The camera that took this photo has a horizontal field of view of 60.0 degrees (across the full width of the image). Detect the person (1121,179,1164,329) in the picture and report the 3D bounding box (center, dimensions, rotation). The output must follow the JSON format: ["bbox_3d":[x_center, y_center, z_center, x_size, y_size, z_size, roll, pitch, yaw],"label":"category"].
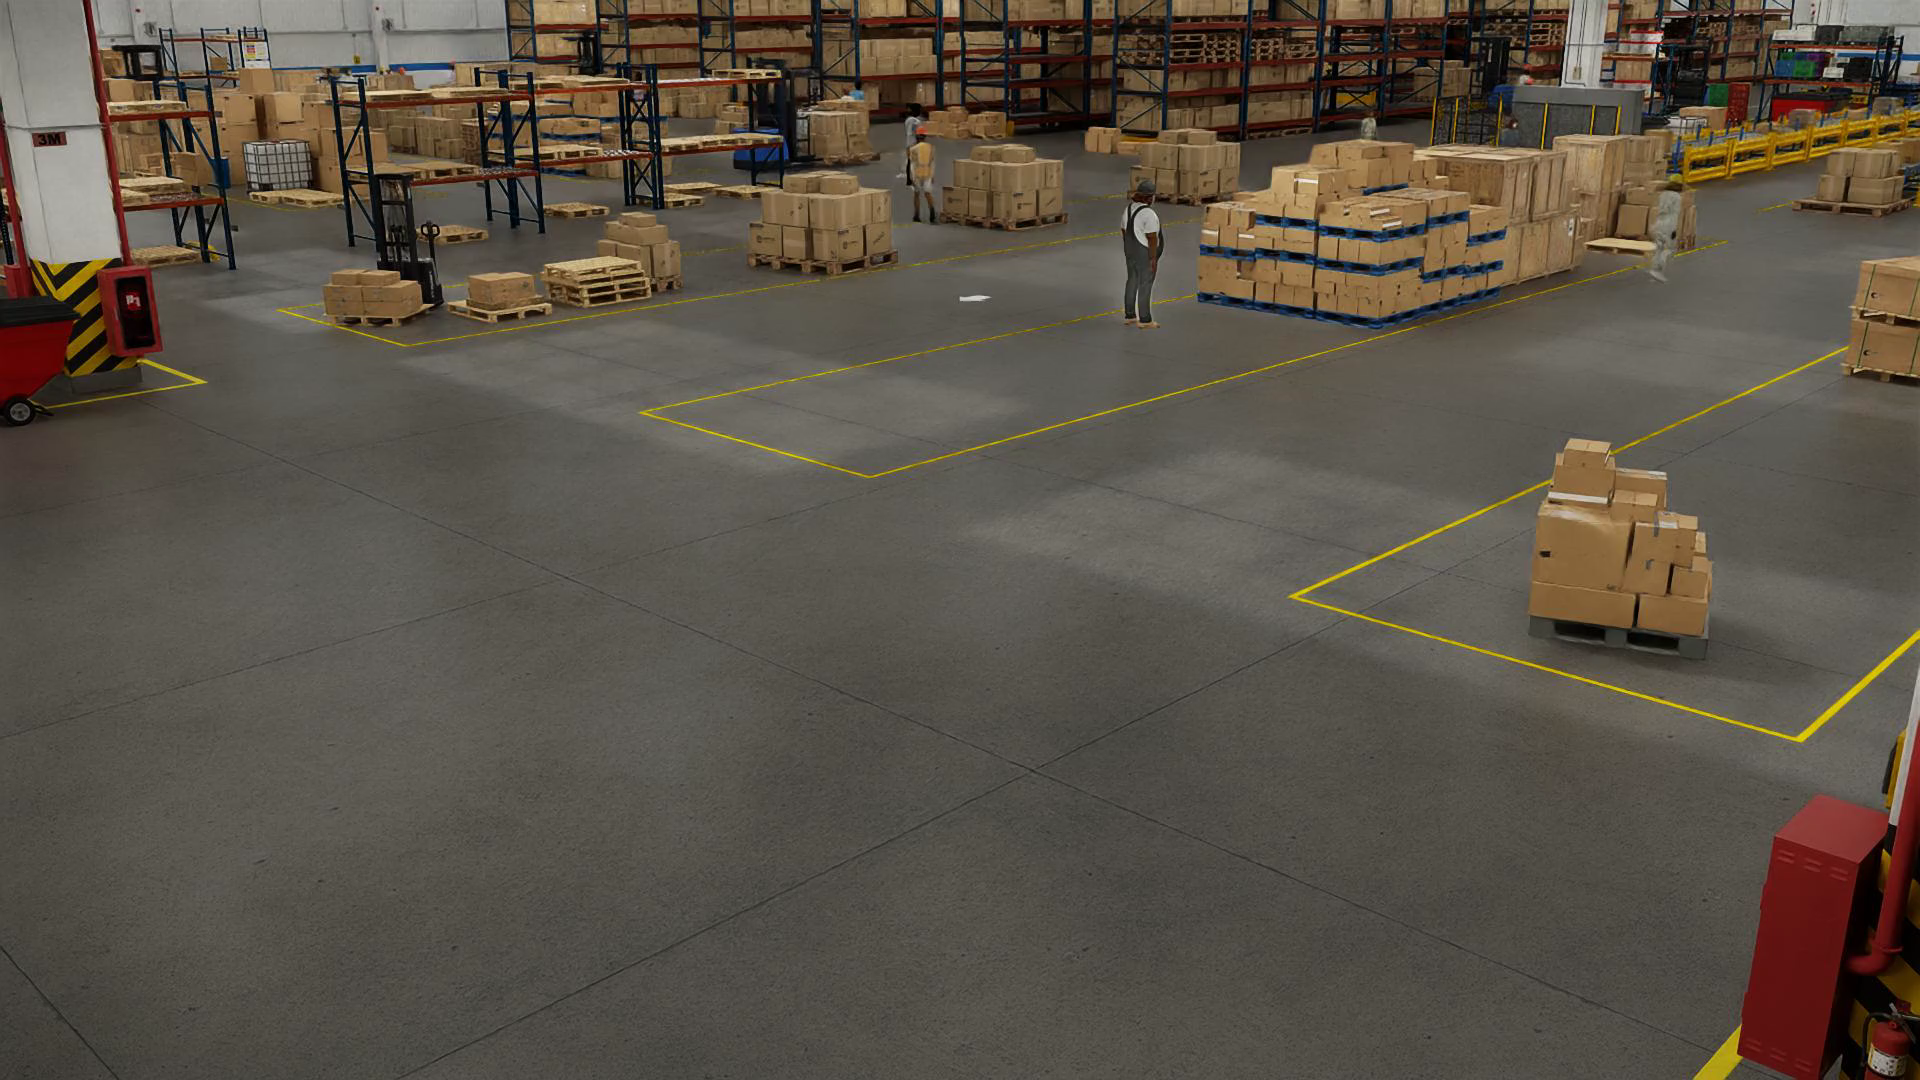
[{"bbox_3d":[2.559,-3.963,23.034,0.535,2.000,0.685,-10,21,-27],"label":"person"}]

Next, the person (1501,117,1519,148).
[{"bbox_3d":[13.176,-9.360,39.996,0.495,1.592,0.870,-5,19,-14],"label":"person"}]

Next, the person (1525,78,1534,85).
[{"bbox_3d":[17.367,-13.229,51.146,0.549,1.917,0.808,14,23,37],"label":"person"}]

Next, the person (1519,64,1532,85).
[{"bbox_3d":[19.722,-15.484,57.798,0.643,2.001,0.964,-16,24,-39],"label":"person"}]

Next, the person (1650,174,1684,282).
[{"bbox_3d":[11.297,-4.977,26.587,0.447,1.719,0.499,-7,20,-21],"label":"person"}]

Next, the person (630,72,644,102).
[{"bbox_3d":[-10.883,-14.793,55.978,0.855,1.860,0.611,17,25,42],"label":"person"}]

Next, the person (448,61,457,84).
[{"bbox_3d":[-19.344,-17.334,63.528,0.776,1.911,0.545,6,19,17],"label":"person"}]

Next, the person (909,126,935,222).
[{"bbox_3d":[-0.746,-7.317,33.335,0.557,1.914,0.670,-6,19,-18],"label":"person"}]

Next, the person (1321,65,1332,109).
[{"bbox_3d":[13.839,-16.951,62.594,0.524,1.769,0.316,13,22,34],"label":"person"}]

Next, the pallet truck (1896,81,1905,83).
[{"bbox_3d":[34.802,-16.331,61.455,0.653,1.274,1.630,17,25,41],"label":"pallet truck"}]

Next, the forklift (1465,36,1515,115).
[{"bbox_3d":[19.973,-17.201,61.605,1.873,2.768,1.129,16,24,40],"label":"forklift"}]

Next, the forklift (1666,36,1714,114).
[{"bbox_3d":[27.341,-17.291,61.877,1.129,2.768,1.873,17,25,41],"label":"forklift"}]

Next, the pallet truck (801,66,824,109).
[{"bbox_3d":[-4.812,-15.182,56.903,0.823,1.965,1.885,-9,21,-26],"label":"pallet truck"}]

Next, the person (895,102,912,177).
[{"bbox_3d":[-1.158,-9.956,41.413,0.875,1.844,0.524,0,18,0],"label":"person"}]

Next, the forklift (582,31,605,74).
[{"bbox_3d":[-15.195,-19.677,69.064,1.129,2.768,1.873,17,25,41],"label":"forklift"}]

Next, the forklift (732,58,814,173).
[{"bbox_3d":[-4.871,-10.950,42.772,1.129,2.768,1.873,17,25,41],"label":"forklift"}]

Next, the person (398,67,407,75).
[{"bbox_3d":[-18.907,-15.107,56.713,0.729,1.965,0.665,12,22,32],"label":"person"}]

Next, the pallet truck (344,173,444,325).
[{"bbox_3d":[-8.209,-4.181,23.757,0.823,1.965,1.885,3,19,9],"label":"pallet truck"}]

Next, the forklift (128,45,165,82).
[{"bbox_3d":[-25.619,-14.248,52.709,1.873,2.768,1.129,13,22,34],"label":"forklift"}]

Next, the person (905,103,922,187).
[{"bbox_3d":[-1.083,-9.361,39.437,0.383,1.958,0.598,-12,22,-32],"label":"person"}]

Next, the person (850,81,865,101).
[{"bbox_3d":[-3.267,-13.854,53.374,0.538,1.696,0.317,10,21,28],"label":"person"}]

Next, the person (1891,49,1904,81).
[{"bbox_3d":[45.368,-22.876,80.489,0.438,1.739,0.573,7,20,21],"label":"person"}]

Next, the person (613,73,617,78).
[{"bbox_3d":[-11.013,-14.059,53.612,0.631,1.939,0.369,3,19,8],"label":"person"}]

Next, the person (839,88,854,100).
[{"bbox_3d":[-3.493,-13.181,51.502,0.527,1.599,0.858,-10,21,-27],"label":"person"}]

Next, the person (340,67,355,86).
[{"bbox_3d":[-21.366,-15.617,58.381,0.995,1.888,0.648,10,21,26],"label":"person"}]

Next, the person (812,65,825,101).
[{"bbox_3d":[-5.127,-16.450,60.967,0.429,1.841,0.634,13,22,33],"label":"person"}]

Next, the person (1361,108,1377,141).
[{"bbox_3d":[10.431,-10.255,42.662,0.518,1.612,0.732,-16,24,-40],"label":"person"}]
